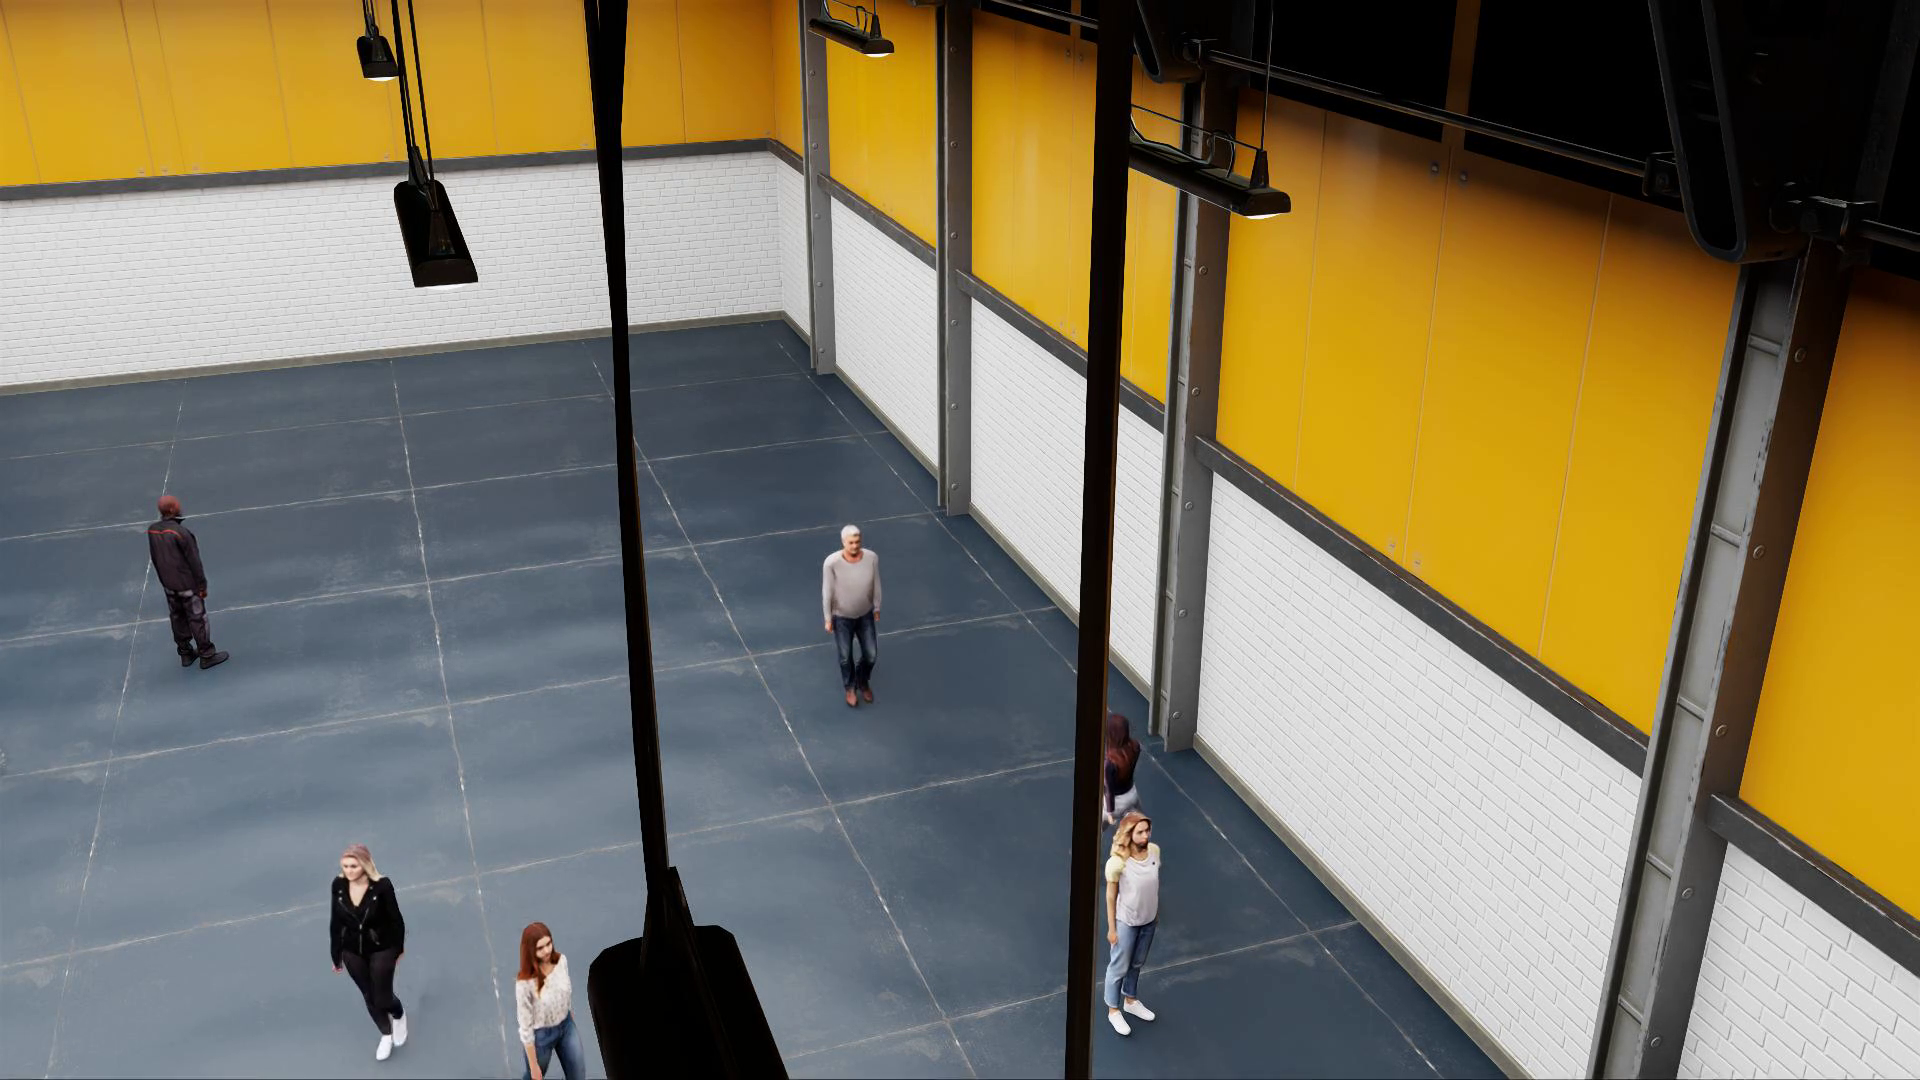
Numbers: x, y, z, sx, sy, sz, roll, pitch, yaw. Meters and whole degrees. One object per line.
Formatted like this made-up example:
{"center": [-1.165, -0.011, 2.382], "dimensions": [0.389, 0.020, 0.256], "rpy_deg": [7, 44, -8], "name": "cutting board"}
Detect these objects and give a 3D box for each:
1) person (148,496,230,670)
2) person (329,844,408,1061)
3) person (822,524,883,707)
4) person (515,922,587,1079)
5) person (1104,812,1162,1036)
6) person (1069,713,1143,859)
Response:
{"center": [-7.780, 0.416, 16.609], "dimensions": [0.784, 1.820, 0.806], "rpy_deg": [7, 25, 15], "name": "person"}
{"center": [-4.018, 2.773, 11.401], "dimensions": [0.717, 1.671, 0.742], "rpy_deg": [1, 24, 2], "name": "person"}
{"center": [-1.050, 0.677, 15.922], "dimensions": [0.766, 1.891, 0.680], "rpy_deg": [-6, 24, -13], "name": "person"}
{"center": [-2.666, 3.139, 10.558], "dimensions": [1.216, 1.676, 0.970], "rpy_deg": [19, 30, 37], "name": "person"}
{"center": [1.197, 2.647, 11.624], "dimensions": [0.691, 1.723, 0.663], "rpy_deg": [-18, 29, -35], "name": "person"}
{"center": [1.297, 2.108, 13.069], "dimensions": [0.865, 1.555, 1.196], "rpy_deg": [-18, 29, -36], "name": "person"}
